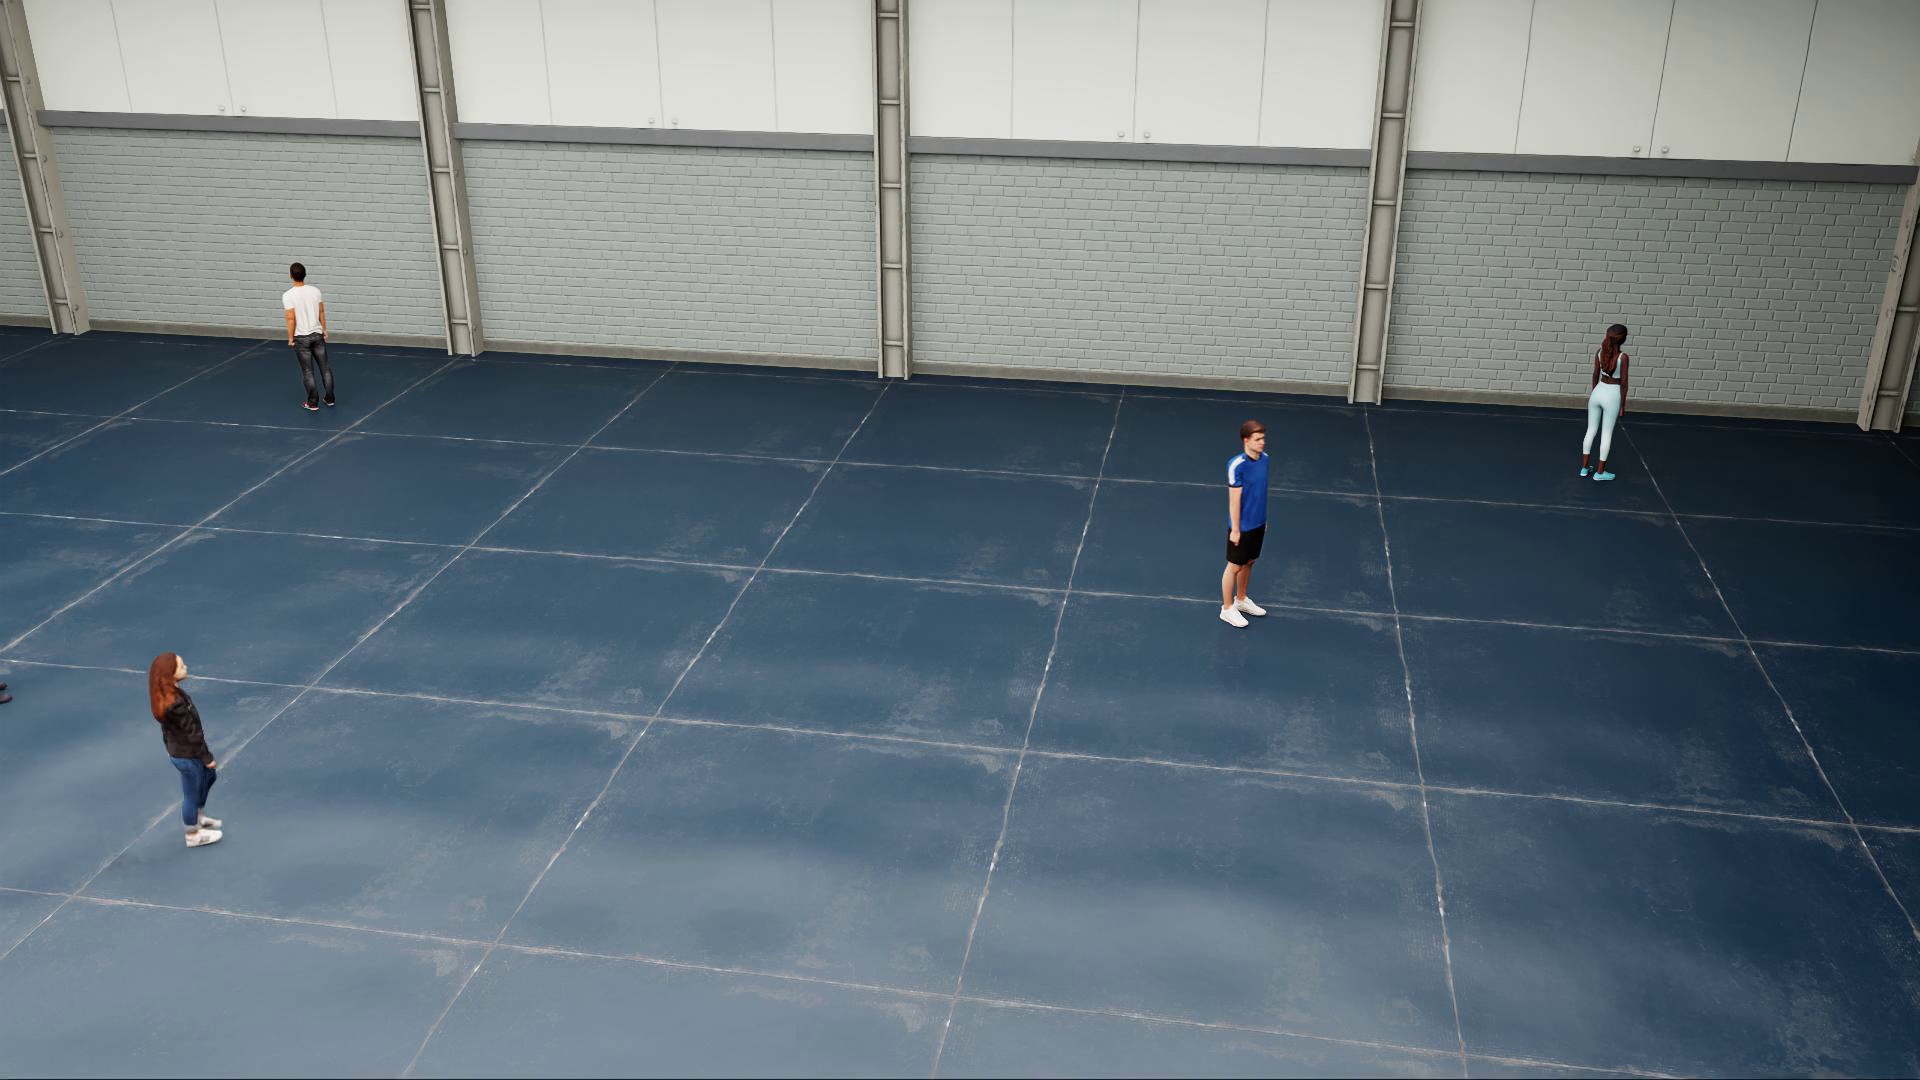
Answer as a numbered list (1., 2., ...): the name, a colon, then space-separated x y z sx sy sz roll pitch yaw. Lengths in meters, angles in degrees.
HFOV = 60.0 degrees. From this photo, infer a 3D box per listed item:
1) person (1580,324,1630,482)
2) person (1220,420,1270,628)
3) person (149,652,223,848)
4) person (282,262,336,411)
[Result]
1. person: 7.005 -1.504 18.040 0.711 1.725 0.645 -17 28 -34
2. person: 2.533 -0.175 14.734 0.756 1.866 0.738 20 30 38
3. person: -5.369 1.461 11.392 0.719 1.472 0.662 -15 27 -32
4. person: -7.937 -2.491 20.260 0.739 1.804 0.725 21 31 41
